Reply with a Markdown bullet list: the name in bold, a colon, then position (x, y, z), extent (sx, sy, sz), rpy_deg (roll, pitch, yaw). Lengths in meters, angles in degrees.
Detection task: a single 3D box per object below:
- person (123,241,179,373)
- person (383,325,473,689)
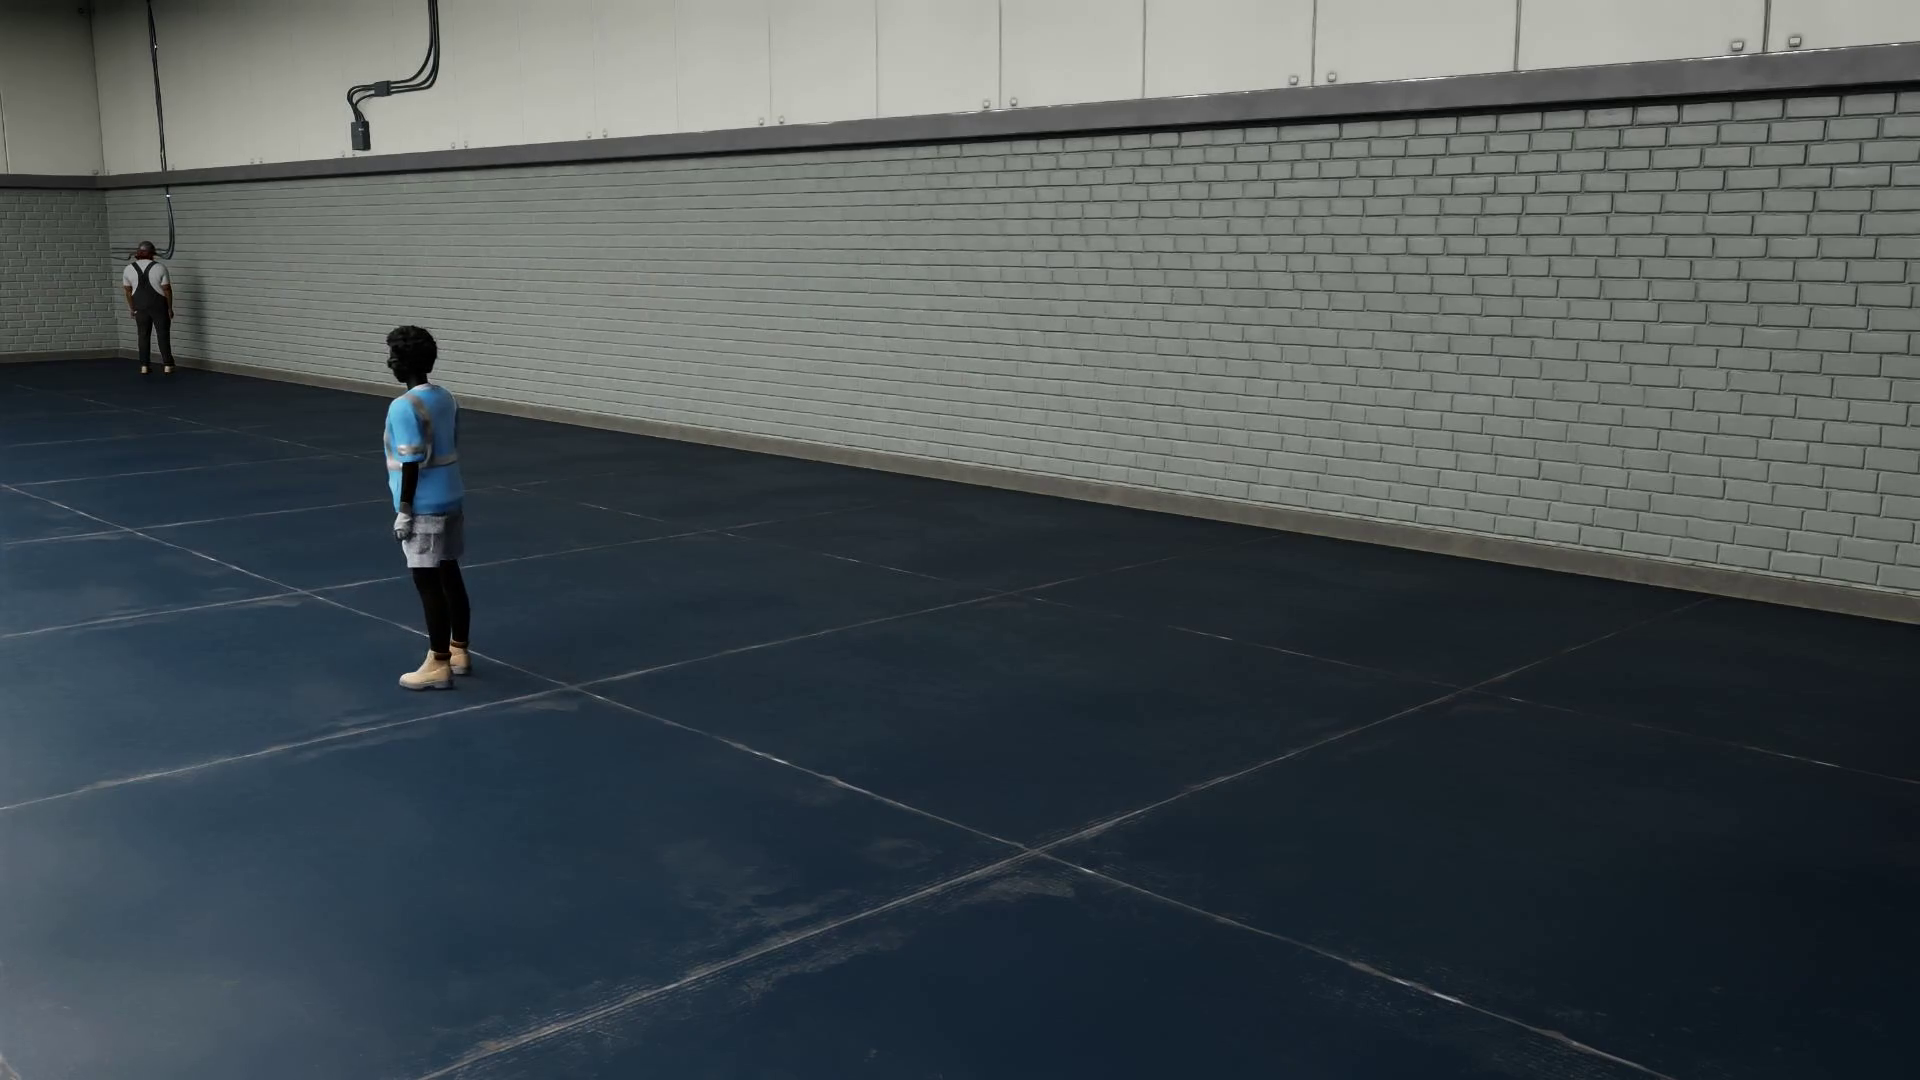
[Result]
- **person**: position (-12.510, -3.597, 25.761), extent (0.673, 2.000, 0.535), rpy_deg (-1, 10, -6)
- **person**: position (-2.512, -0.156, 7.823), extent (0.317, 1.693, 0.540), rpy_deg (1, 10, 6)
